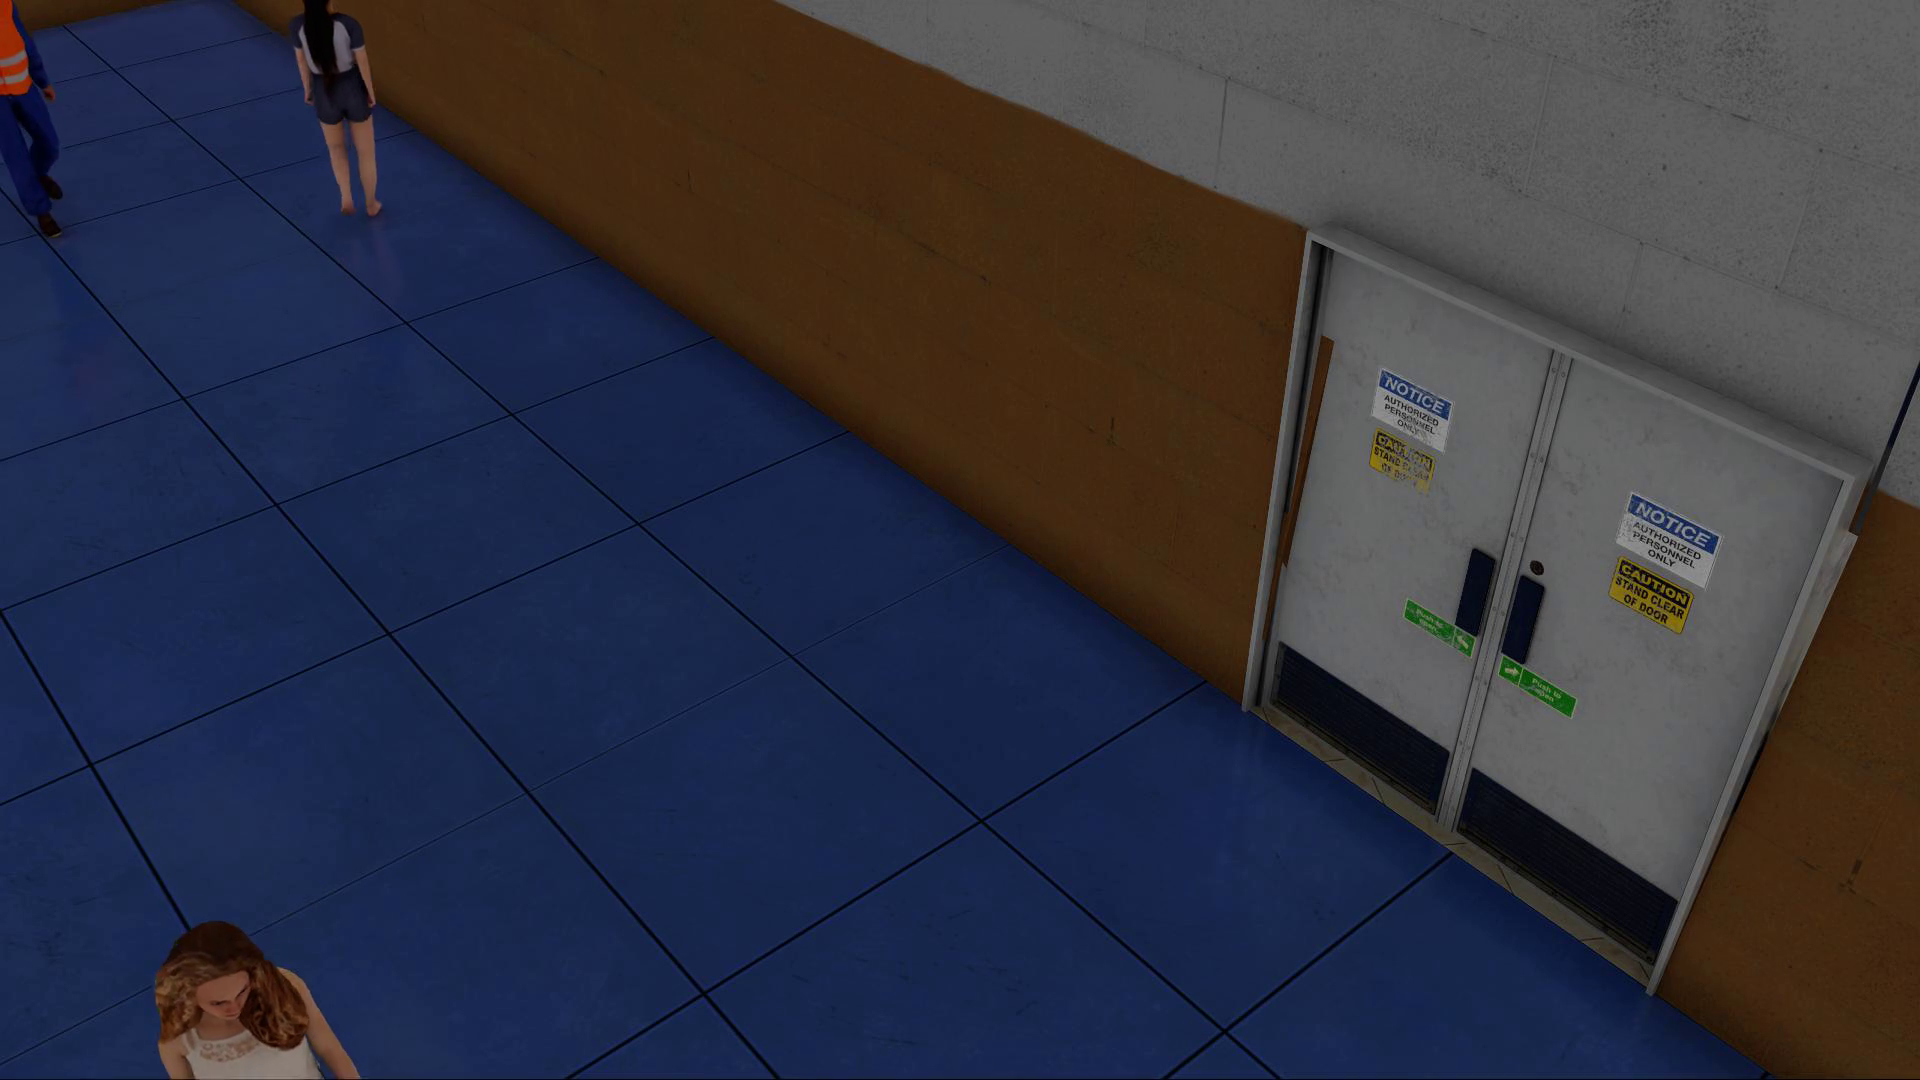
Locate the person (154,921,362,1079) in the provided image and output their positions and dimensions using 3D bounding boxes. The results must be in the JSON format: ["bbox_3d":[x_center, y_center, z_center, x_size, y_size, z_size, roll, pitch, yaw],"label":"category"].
[{"bbox_3d":[-1.929,1.594,4.700,0.802,1.741,0.741,-20,41,-25],"label":"person"}]

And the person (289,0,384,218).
[{"bbox_3d":[-3.962,-2.780,10.617,0.735,1.633,0.804,-4,37,-6],"label":"person"}]

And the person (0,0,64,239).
[{"bbox_3d":[-6.043,-2.817,10.497,0.811,1.835,0.845,29,46,33],"label":"person"}]
